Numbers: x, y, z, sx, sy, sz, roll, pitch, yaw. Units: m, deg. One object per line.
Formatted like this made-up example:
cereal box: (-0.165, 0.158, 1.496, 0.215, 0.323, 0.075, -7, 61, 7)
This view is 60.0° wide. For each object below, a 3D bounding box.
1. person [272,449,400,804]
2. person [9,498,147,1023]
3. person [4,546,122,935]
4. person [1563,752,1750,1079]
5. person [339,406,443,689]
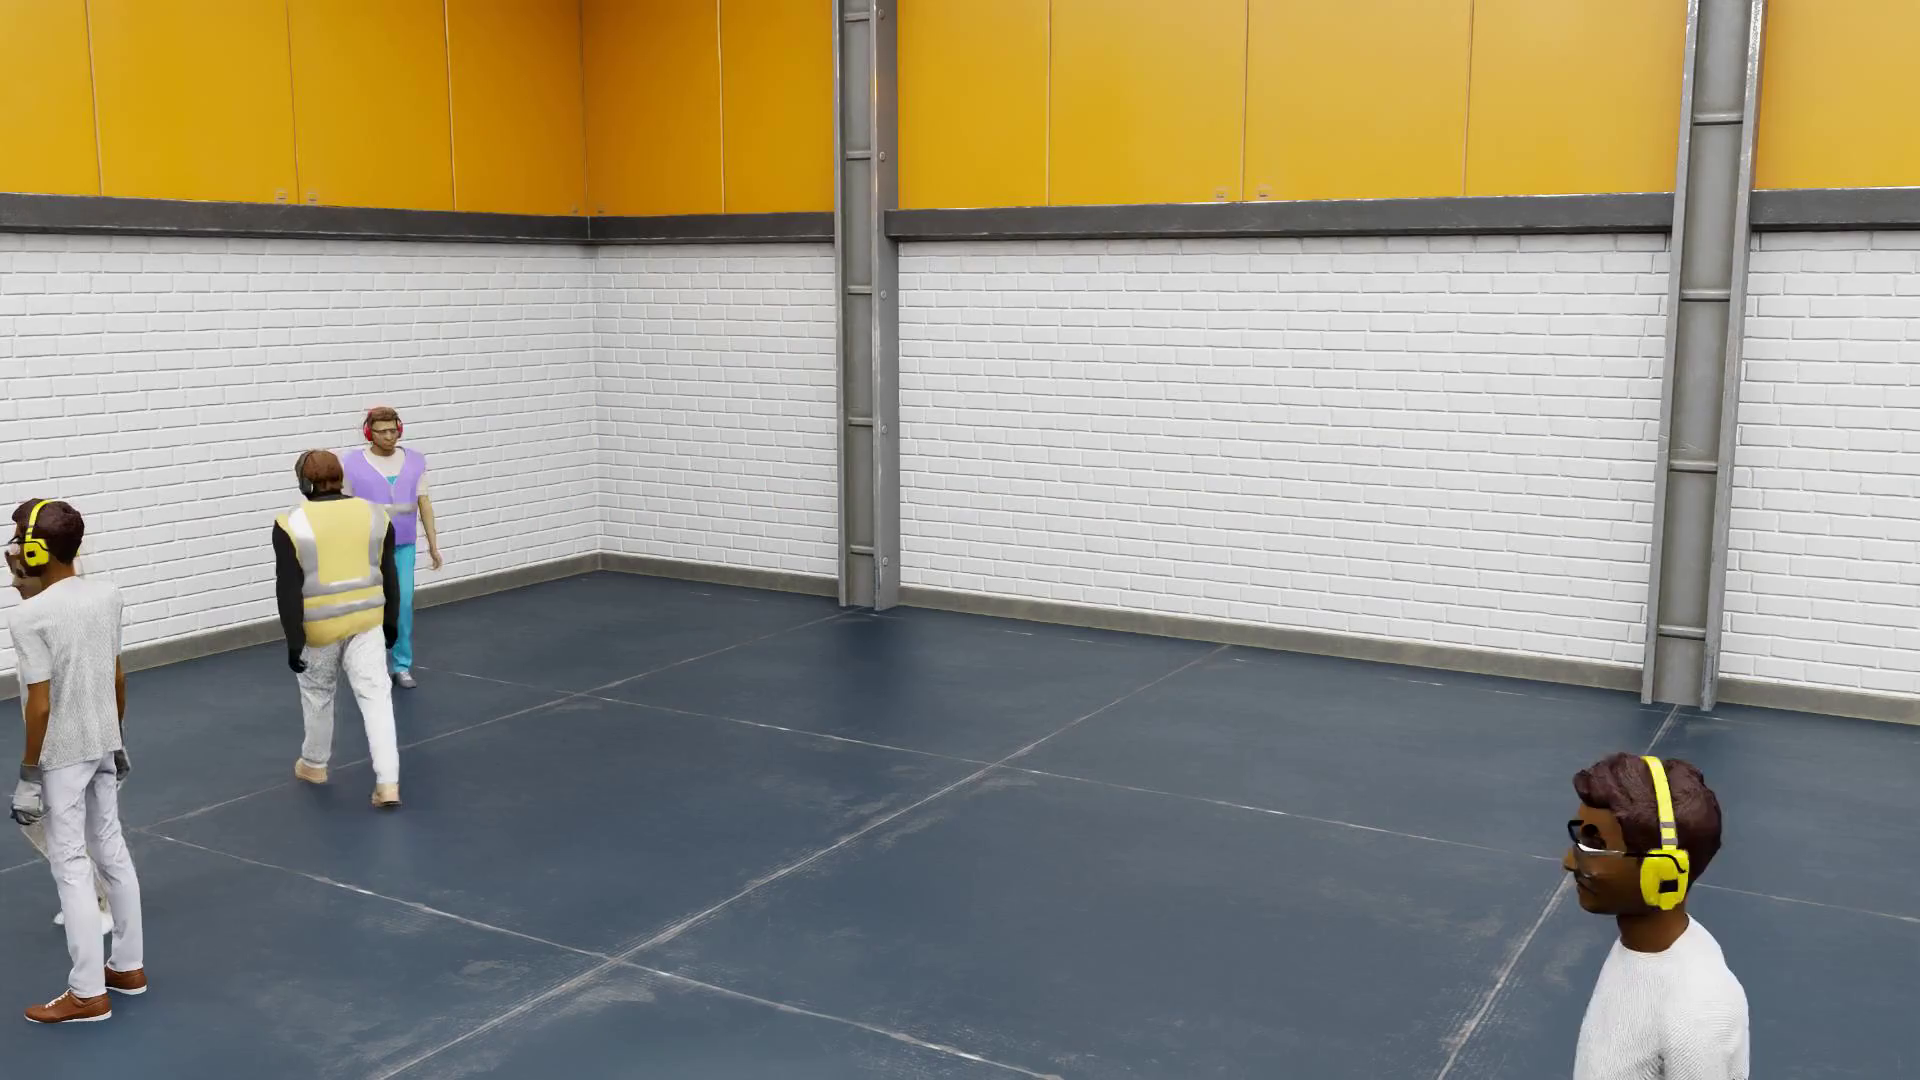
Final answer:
person: (-3.113, 0.430, 8.373, 0.644, 1.783, 1.013, -8, 12, -41)
person: (-3.160, 0.779, 5.905, 0.325, 1.868, 0.524, 1, 9, 9)
person: (-3.529, 0.790, 6.588, 0.549, 1.620, 0.359, 5, 10, 28)
person: (1.162, 1.274, 2.861, 0.436, 1.868, 0.630, 2, 9, 13)
person: (-3.641, 0.055, 10.556, 0.611, 1.822, 0.434, -8, 12, -42)
